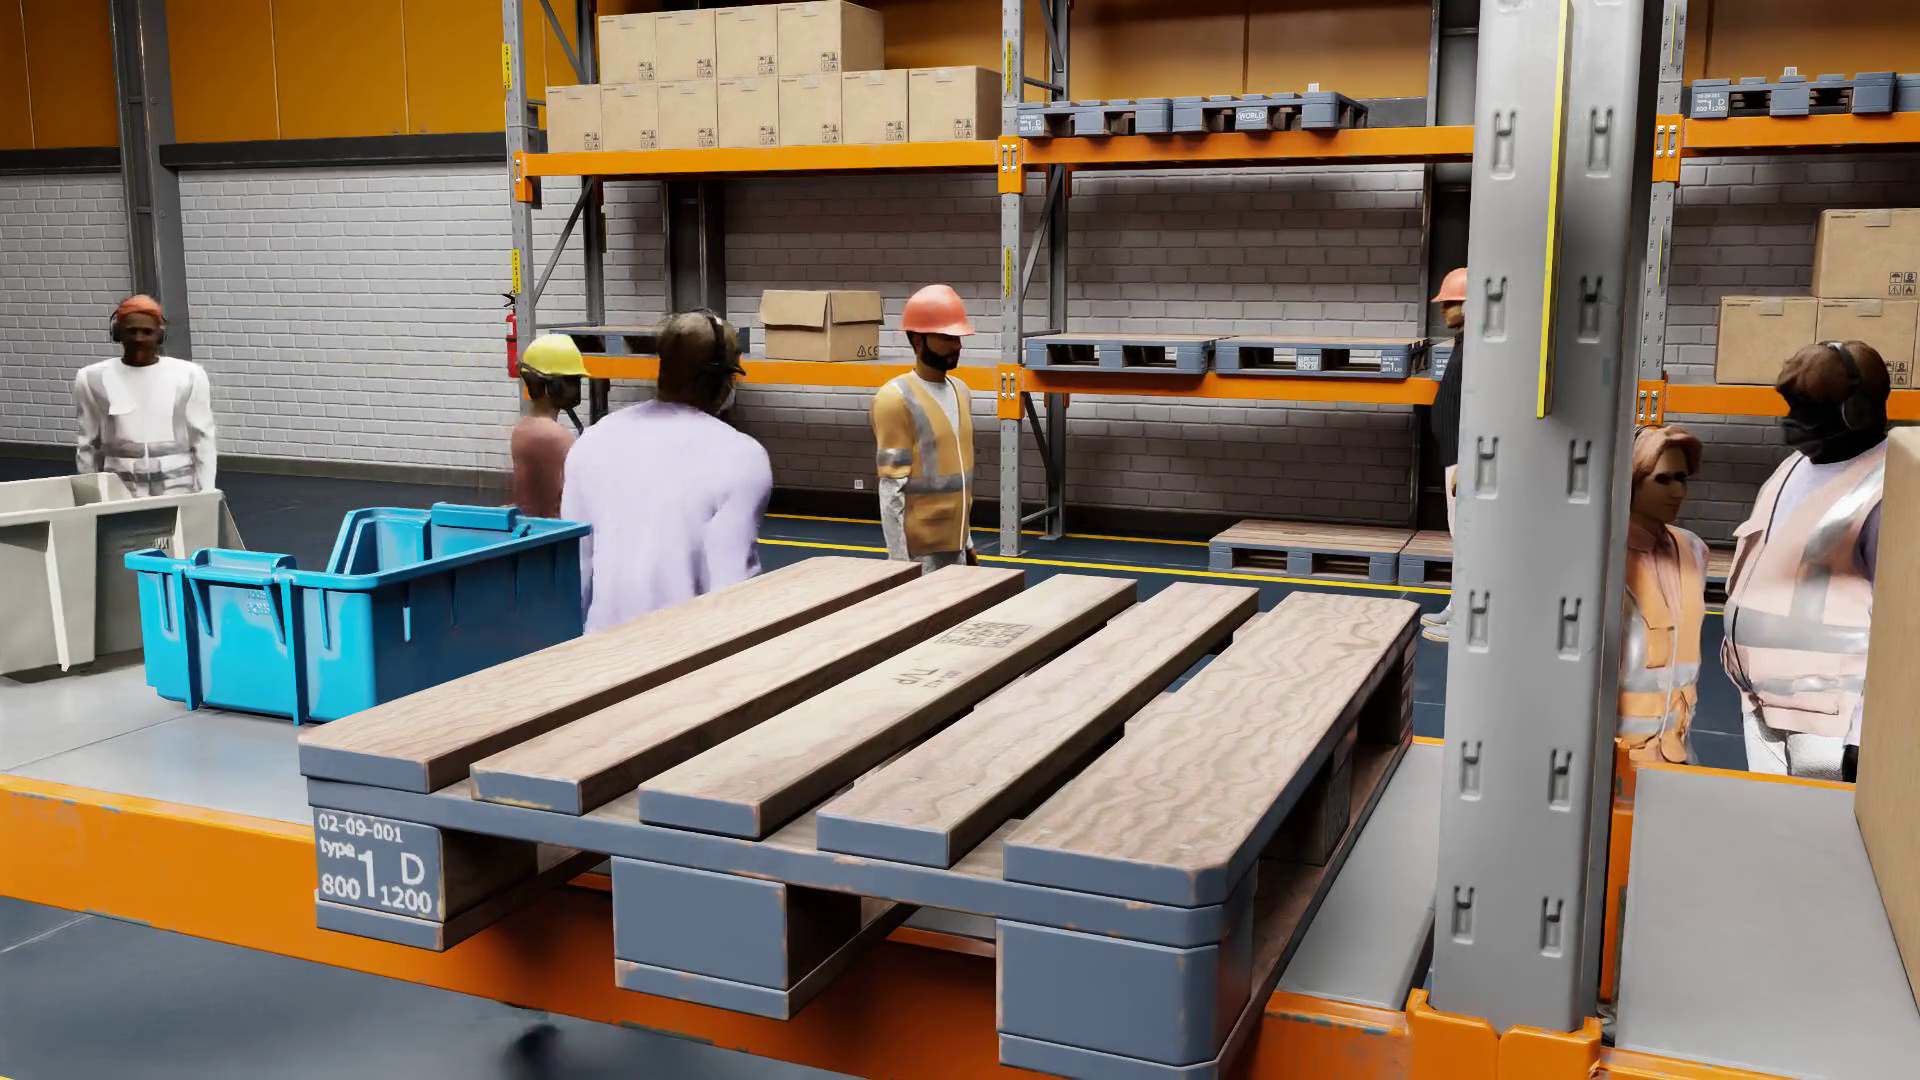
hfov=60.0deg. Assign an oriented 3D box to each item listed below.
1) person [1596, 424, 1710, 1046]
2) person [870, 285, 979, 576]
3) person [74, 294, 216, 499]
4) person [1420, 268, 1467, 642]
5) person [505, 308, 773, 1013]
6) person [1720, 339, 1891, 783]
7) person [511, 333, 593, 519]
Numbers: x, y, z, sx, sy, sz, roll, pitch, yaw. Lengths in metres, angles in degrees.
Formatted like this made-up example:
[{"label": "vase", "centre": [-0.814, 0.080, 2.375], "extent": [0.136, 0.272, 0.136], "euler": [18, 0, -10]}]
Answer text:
[{"label": "person", "centre": [1.633, 0.528, 4.110], "extent": [0.515, 1.640, 0.315], "euler": [-5, 11, -30]}, {"label": "person", "centre": [-0.094, -0.003, 6.400], "extent": [0.358, 1.936, 0.552], "euler": [6, 11, 32]}, {"label": "person", "centre": [-3.749, -0.187, 7.689], "extent": [0.589, 1.873, 0.500], "euler": [-4, 10, -23]}, {"label": "person", "centre": [2.684, -0.451, 8.913], "extent": [0.392, 1.992, 0.624], "euler": [3, 10, 15]}, {"label": "person", "centre": [-0.835, 0.357, 4.349], "extent": [0.654, 1.909, 0.703], "euler": [5, 11, 29]}, {"label": "person", "centre": [2.132, 0.418, 4.166], "extent": [0.430, 1.845, 0.619], "euler": [0, 9, -1]}, {"label": "person", "centre": [-1.505, 0.101, 6.306], "extent": [0.401, 1.753, 0.547], "euler": [-6, 11, -31]}]
